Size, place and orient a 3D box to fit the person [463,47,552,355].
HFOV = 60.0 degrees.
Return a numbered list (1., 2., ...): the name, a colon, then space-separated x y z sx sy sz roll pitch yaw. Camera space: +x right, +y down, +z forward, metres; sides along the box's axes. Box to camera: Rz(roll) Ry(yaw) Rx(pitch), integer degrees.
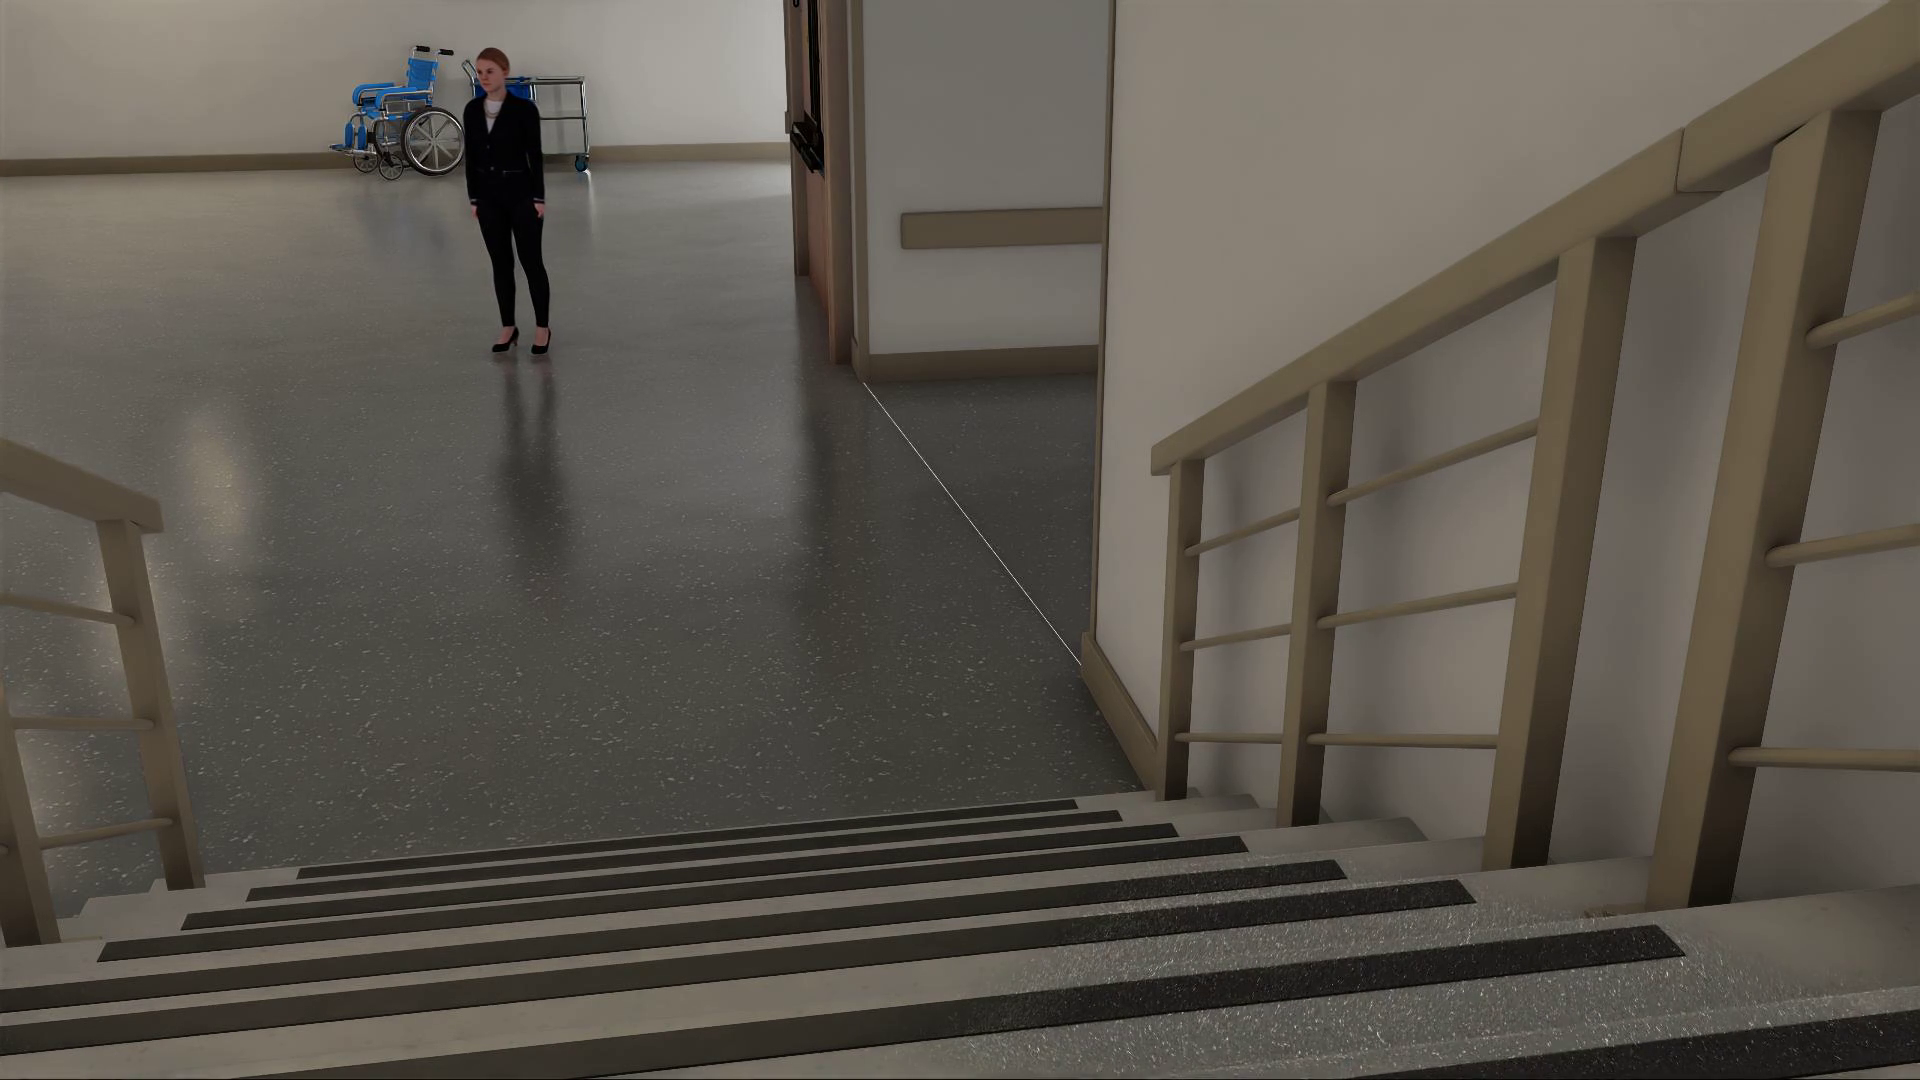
1. person: -2.509 -1.878 9.285 0.681 1.685 0.653 4 21 9
